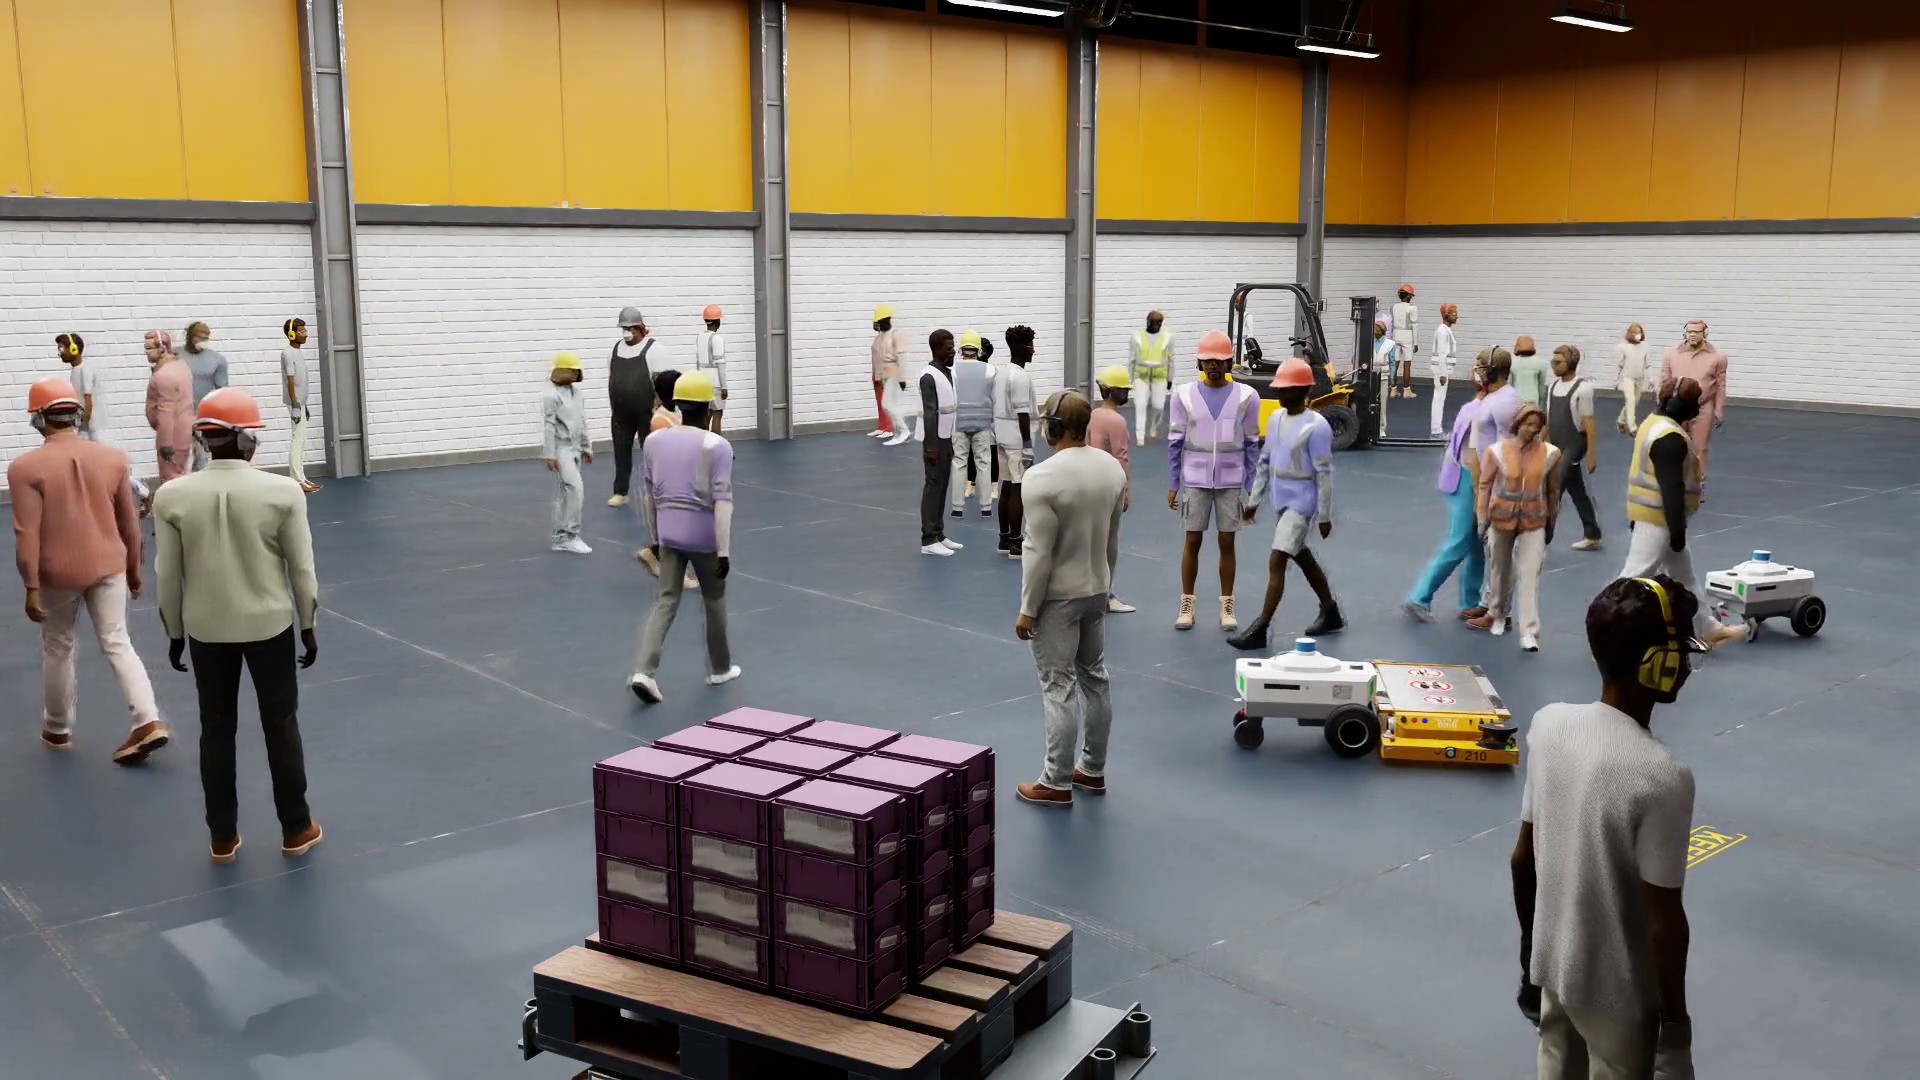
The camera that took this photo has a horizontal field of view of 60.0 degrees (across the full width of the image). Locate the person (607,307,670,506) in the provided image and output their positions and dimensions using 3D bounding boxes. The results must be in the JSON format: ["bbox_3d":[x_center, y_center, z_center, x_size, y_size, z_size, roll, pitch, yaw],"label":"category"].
[{"bbox_3d":[-3.296,-1.356,16.880,0.700,2.000,0.537,3,10,16],"label":"person"}]

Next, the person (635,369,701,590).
[{"bbox_3d":[-2.217,-0.452,12.605,0.452,1.685,0.548,1,10,4],"label":"person"}]

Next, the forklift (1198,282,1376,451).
[{"bbox_3d":[4.328,-2.346,22.227,2.313,2.155,1.214,3,10,16],"label":"forklift"}]

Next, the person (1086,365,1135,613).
[{"bbox_3d":[1.083,-0.368,11.904,0.330,1.765,0.533,-4,10,-20],"label":"person"}]

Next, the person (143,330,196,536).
[{"bbox_3d":[-7.027,-0.956,14.995,0.570,1.884,0.674,-2,10,-9],"label":"person"}]

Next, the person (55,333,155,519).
[{"bbox_3d":[-8.175,-1.056,15.759,0.543,1.824,0.892,9,13,42],"label":"person"}]

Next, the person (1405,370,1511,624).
[{"bbox_3d":[3.463,-0.323,11.535,0.678,1.825,0.594,2,10,11],"label":"person"}]

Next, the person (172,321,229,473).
[{"bbox_3d":[-7.614,-1.227,16.550,0.673,1.896,0.482,-5,11,-27],"label":"person"}]

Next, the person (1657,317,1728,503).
[{"bbox_3d":[7.530,-1.336,17.157,0.651,1.906,0.403,5,11,27],"label":"person"}]

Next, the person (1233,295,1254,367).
[{"bbox_3d":[4.751,-3.213,28.209,0.355,1.885,0.575,-4,10,-21],"label":"person"}]

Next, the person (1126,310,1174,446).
[{"bbox_3d":[2.548,-2.177,22.338,0.653,1.820,0.533,1,10,3],"label":"person"}]

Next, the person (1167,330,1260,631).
[{"bbox_3d":[1.709,-0.394,11.241,0.616,2.040,0.382,1,10,7],"label":"person"}]

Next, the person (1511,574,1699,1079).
[{"bbox_3d":[1.405,0.999,3.627,0.310,1.858,0.533,-3,10,-17],"label":"person"}]

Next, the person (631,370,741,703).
[{"bbox_3d":[-1.581,-0.025,9.534,0.595,1.894,0.933,4,10,21],"label":"person"}]

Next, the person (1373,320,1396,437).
[{"bbox_3d":[5.841,-2.260,23.349,0.513,1.639,0.311,3,10,16],"label":"person"}]

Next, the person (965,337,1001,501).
[{"bbox_3d":[0.232,-1.256,17.292,0.531,1.698,0.320,4,10,22],"label":"person"}]

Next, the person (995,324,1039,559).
[{"bbox_3d":[0.487,-0.825,13.985,0.367,1.966,0.604,-3,10,-16],"label":"person"}]

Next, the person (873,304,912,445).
[{"bbox_3d":[-0.949,-2.202,22.257,0.452,1.893,0.587,-4,11,-23],"label":"person"}]

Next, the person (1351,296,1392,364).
[{"bbox_3d":[6.579,-2.975,26.738,0.641,1.913,0.408,8,12,39],"label":"person"}]

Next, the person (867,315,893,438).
[{"bbox_3d":[-1.106,-2.308,23.249,0.299,1.772,0.525,-4,11,-23],"label":"person"}]

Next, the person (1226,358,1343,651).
[{"bbox_3d":[2.185,-0.244,10.861,1.011,1.891,0.546,-4,11,-23],"label":"person"}]

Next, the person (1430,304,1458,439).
[{"bbox_3d":[6.676,-2.314,22.955,0.357,1.881,0.574,3,10,18],"label":"person"}]

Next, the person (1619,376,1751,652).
[{"bbox_3d":[4.522,-0.132,10.459,0.955,1.786,0.634,3,10,15],"label":"person"}]

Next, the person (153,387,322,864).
[{"bbox_3d":[-3.011,0.360,6.975,0.614,1.990,0.392,-2,10,-13],"label":"person"}]

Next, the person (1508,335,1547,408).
[{"bbox_3d":[6.704,-1.630,19.806,0.503,1.591,0.852,3,10,14],"label":"person"}]

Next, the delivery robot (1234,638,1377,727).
[{"bbox_3d":[1.782,0.751,8.611,0.707,0.478,0.477,1,10,8],"label":"delivery robot"}]

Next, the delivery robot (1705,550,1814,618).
[{"bbox_3d":[5.368,0.314,11.172,0.707,0.478,0.477,-4,11,-22],"label":"delivery robot"}]

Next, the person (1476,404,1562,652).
[{"bbox_3d":[3.626,-0.096,10.839,0.523,1.586,0.895,2,10,13],"label":"person"}]

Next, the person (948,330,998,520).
[{"bbox_3d":[0.098,-1.101,15.993,0.601,1.830,0.404,-1,10,-4],"label":"person"}]

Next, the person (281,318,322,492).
[{"bbox_3d":[-7.117,-1.450,17.932,0.325,1.871,0.524,-2,10,-13],"label":"person"}]

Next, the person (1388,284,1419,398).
[{"bbox_3d":[7.934,-3.547,29.725,0.383,2.036,0.605,-9,13,-42],"label":"person"}]

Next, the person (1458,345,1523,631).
[{"bbox_3d":[3.631,-0.351,11.298,0.362,1.935,0.631,2,10,11],"label":"person"}]

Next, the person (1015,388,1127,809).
[{"bbox_3d":[0.494,0.267,7.672,0.372,1.940,0.631,9,13,43],"label":"person"}]

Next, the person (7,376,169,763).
[{"bbox_3d":[-4.384,0.153,8.372,0.988,1.947,0.640,8,13,39],"label":"person"}]

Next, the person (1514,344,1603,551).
[{"bbox_3d":[5.138,-0.767,14.176,0.985,1.789,0.527,-2,10,-11],"label":"person"}]

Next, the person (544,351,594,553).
[{"bbox_3d":[-3.270,-0.744,14.184,0.592,1.723,0.507,3,10,19],"label":"person"}]

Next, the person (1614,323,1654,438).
[{"bbox_3d":[9.464,-2.260,23.456,0.500,1.602,0.811,-1,10,-8],"label":"person"}]

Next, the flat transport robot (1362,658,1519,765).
[{"bbox_3d":[2.531,0.891,8.897,0.652,0.197,1.431,2,10,9],"label":"flat transport robot"}]

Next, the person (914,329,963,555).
[{"bbox_3d":[-0.190,-0.838,14.200,0.378,1.917,0.597,2,10,13],"label":"person"}]

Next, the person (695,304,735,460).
[{"bbox_3d":[-3.051,-1.952,20.654,0.340,1.941,0.551,-8,13,-39],"label":"person"}]
